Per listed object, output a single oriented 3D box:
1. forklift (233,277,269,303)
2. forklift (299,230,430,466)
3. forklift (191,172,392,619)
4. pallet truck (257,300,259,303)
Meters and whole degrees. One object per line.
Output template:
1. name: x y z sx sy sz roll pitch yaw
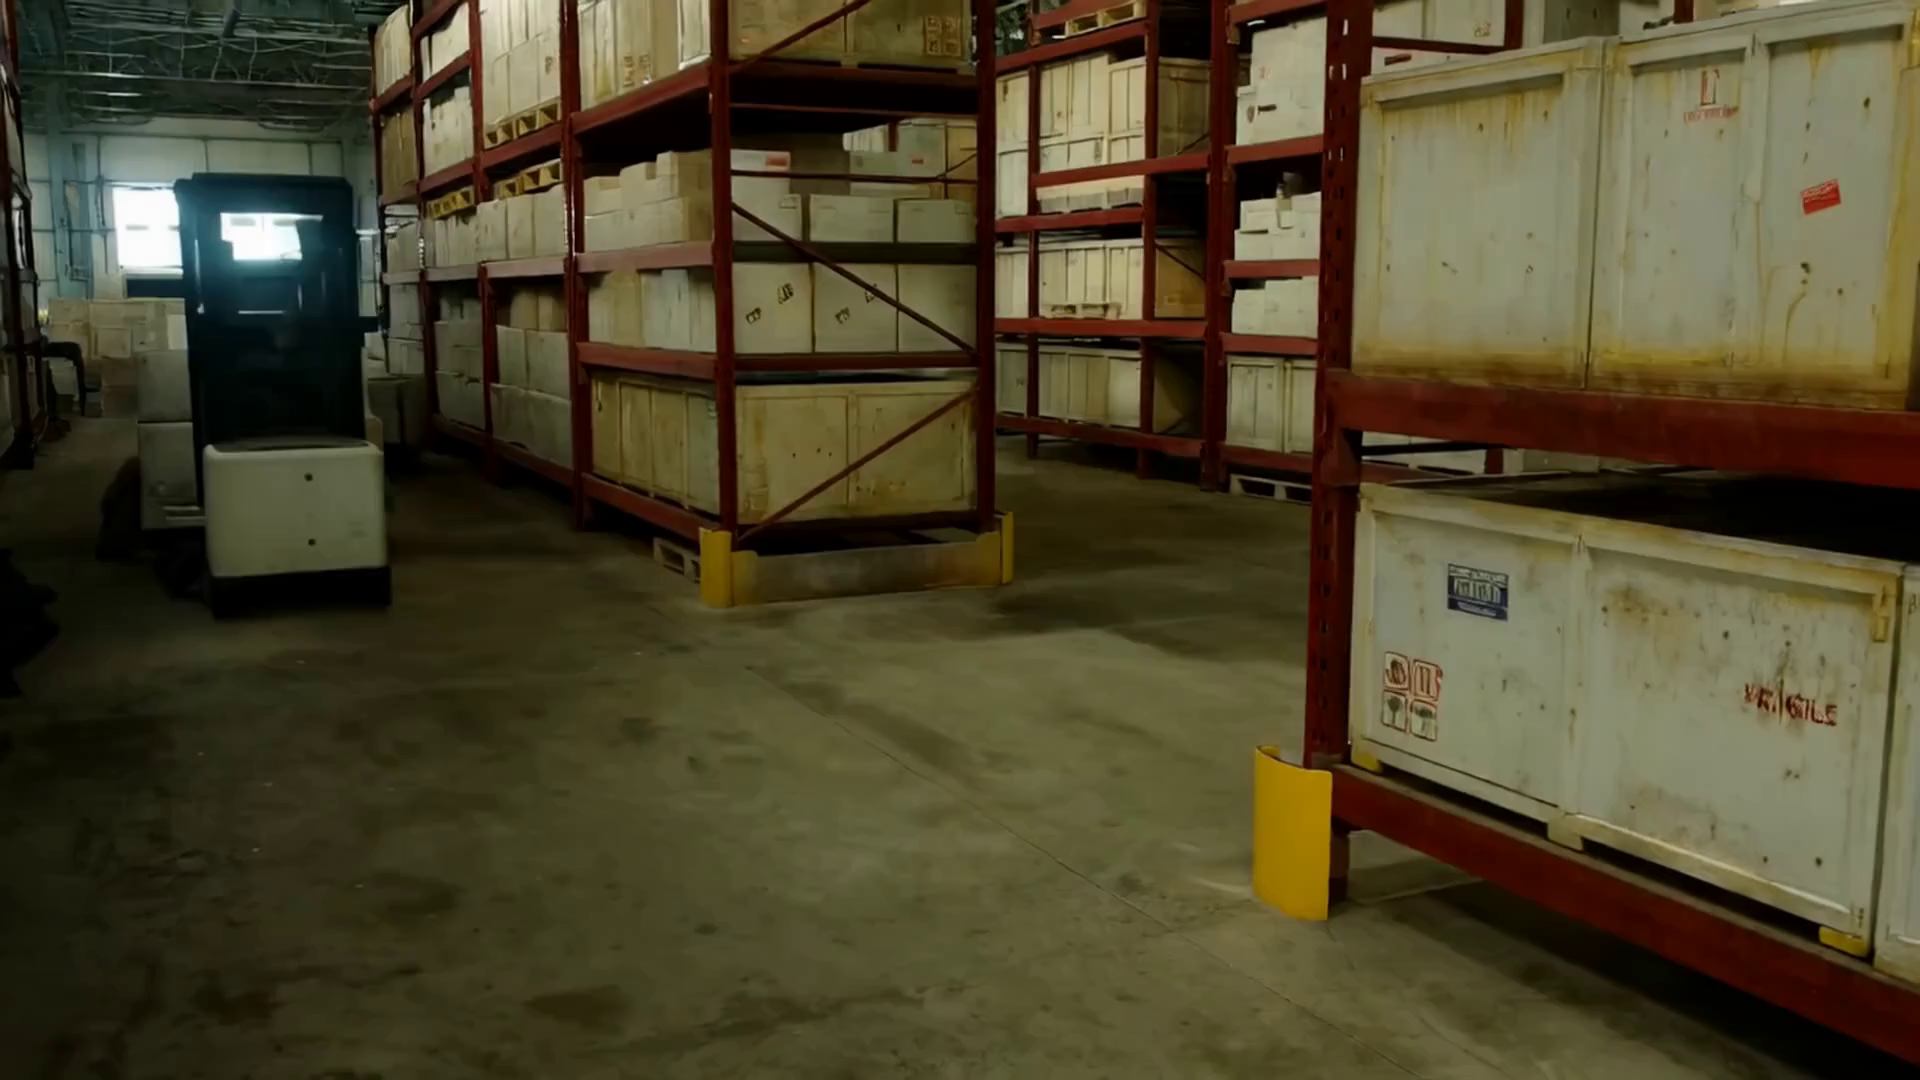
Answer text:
1. forklift: -17.661 -5.425 41.501 1.129 2.768 1.873 2 9 14
2. forklift: -7.542 -2.322 20.098 1.873 2.768 1.129 1 8 4
3. forklift: -4.498 -1.006 11.027 1.129 2.768 1.873 -4 9 -26
4. pallet truck: -23.913 -7.404 58.171 1.885 1.965 0.823 -1 8 -9
